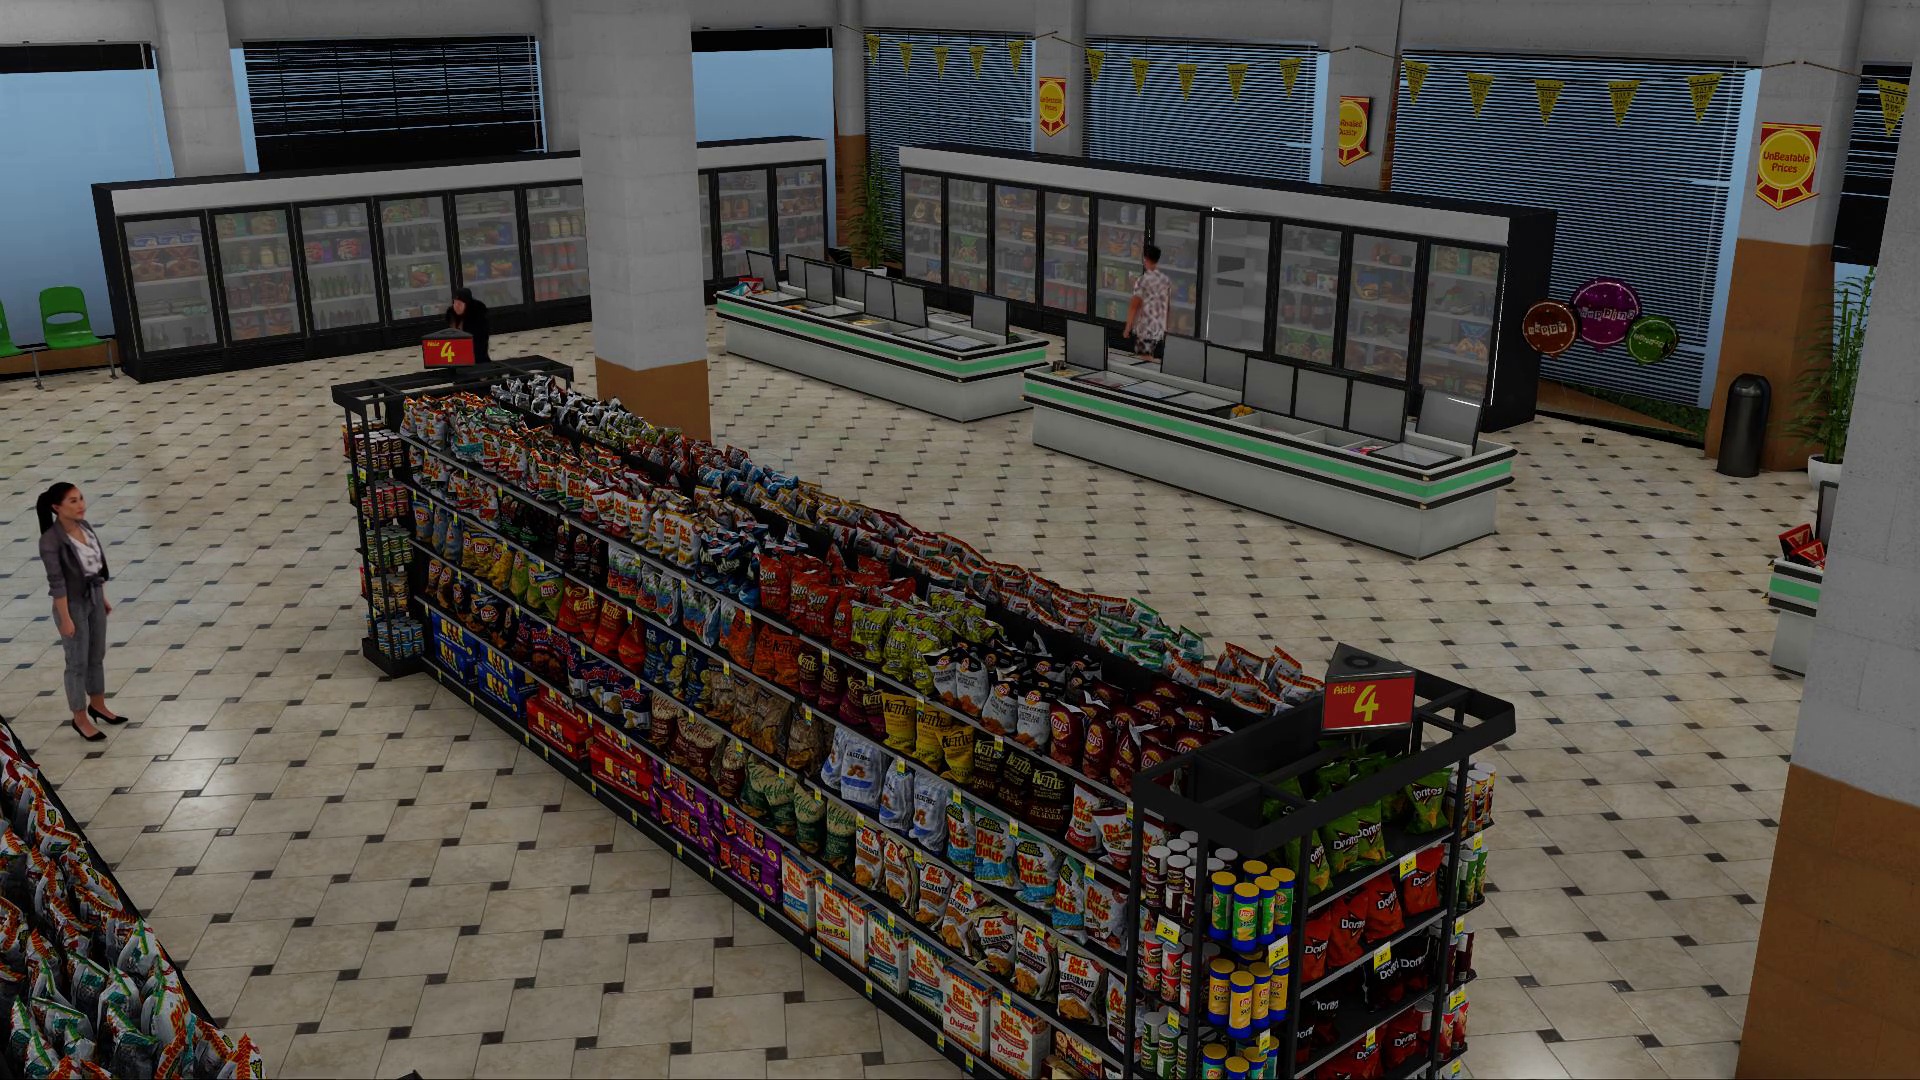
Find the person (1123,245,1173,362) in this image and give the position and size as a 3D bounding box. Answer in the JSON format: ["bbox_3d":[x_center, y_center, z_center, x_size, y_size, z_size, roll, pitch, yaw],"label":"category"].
[{"bbox_3d":[2.196,-2.395,18.767,0.675,1.799,0.769,-16,24,-39],"label":"person"}]

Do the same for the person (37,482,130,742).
[{"bbox_3d":[-5.588,0.437,10.559,0.779,1.677,0.717,1,19,4],"label":"person"}]

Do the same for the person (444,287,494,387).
[{"bbox_3d":[-5.006,-1.792,17.193,0.808,1.662,0.883,7,20,20],"label":"person"}]
